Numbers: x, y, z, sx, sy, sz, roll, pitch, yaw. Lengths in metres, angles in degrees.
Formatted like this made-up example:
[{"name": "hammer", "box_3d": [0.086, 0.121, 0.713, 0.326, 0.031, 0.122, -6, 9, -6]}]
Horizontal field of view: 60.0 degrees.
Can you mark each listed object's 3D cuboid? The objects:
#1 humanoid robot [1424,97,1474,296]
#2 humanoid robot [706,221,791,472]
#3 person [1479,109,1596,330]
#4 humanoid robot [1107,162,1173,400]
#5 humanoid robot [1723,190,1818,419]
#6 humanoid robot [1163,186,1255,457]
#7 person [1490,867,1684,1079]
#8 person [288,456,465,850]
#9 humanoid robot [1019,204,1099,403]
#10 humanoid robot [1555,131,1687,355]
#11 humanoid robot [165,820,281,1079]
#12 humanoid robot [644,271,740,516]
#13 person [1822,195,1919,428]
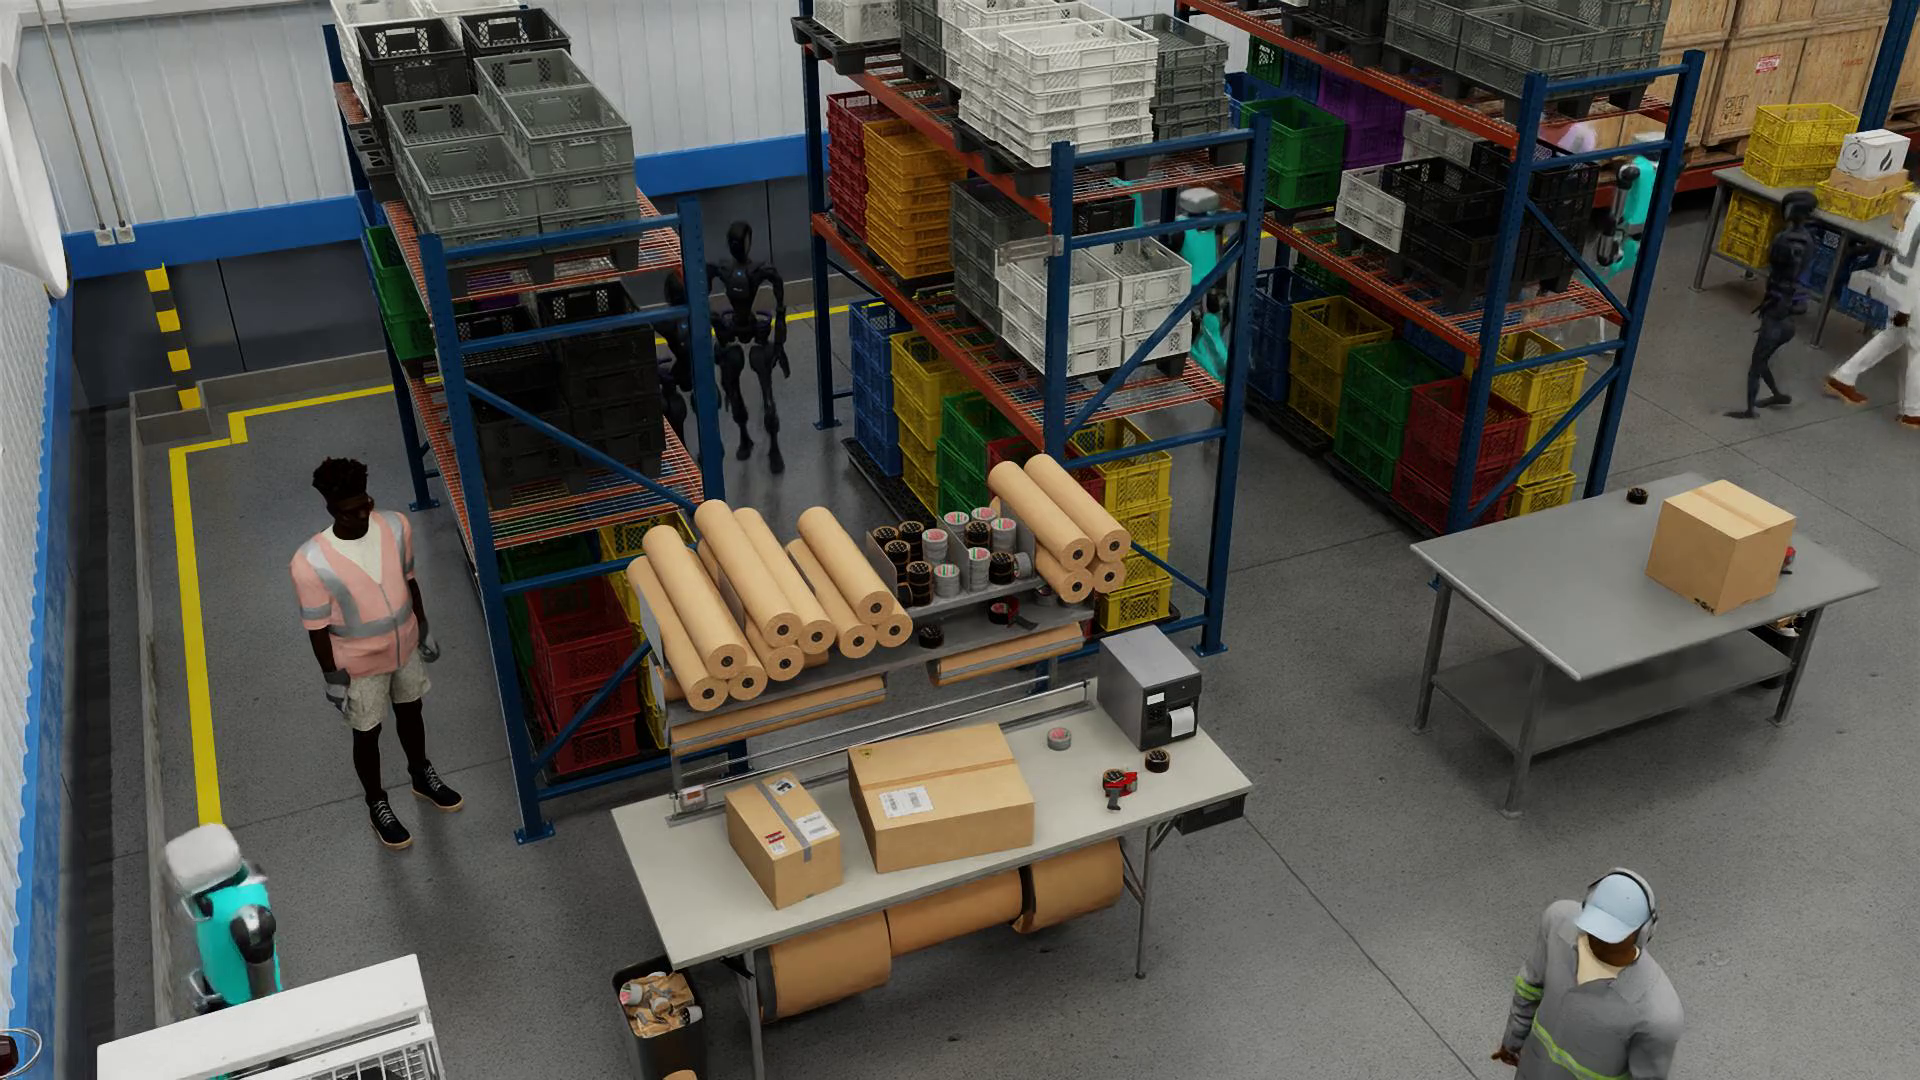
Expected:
[{"name": "humanoid robot", "box_3d": [3.782, -2.625, 12.895, 0.360, 1.664, 0.602, 19, 37, 28]}, {"name": "humanoid robot", "box_3d": [-1.381, -1.245, 10.648, 0.589, 1.646, 0.426, 1, 32, 2]}, {"name": "person", "box_3d": [4.248, -2.415, 12.238, 0.609, 1.999, 1.005, 20, 37, 28]}, {"name": "humanoid robot", "box_3d": [1.344, -1.813, 11.525, 0.710, 1.789, 0.530, 9, 33, 15]}, {"name": "humanoid robot", "box_3d": [5.547, -1.548, 11.173, 0.425, 1.646, 0.610, 9, 33, 14]}, {"name": "humanoid robot", "box_3d": [1.673, -1.343, 10.769, 0.532, 1.798, 0.736, -27, 41, -36]}, {"name": "person", "box_3d": [2.015, 1.806, 5.526, 0.363, 1.852, 0.596, -14, 34, -21]}, {"name": "person", "box_3d": [-2.640, 0.498, 7.544, 0.368, 1.966, 0.603, 20, 37, 29]}, {"name": "humanoid robot", "box_3d": [0.620, -1.559, 11.061, 0.544, 1.752, 0.671, 8, 33, 13]}, {"name": "humanoid robot", "box_3d": [4.709, -2.112, 12.102, 0.548, 1.902, 0.774, -11, 33, -18]}, {"name": "humanoid robot", "box_3d": [-2.592, 1.841, 5.658, 0.796, 1.853, 0.546, -25, 39, -34]}, {"name": "humanoid robot", "box_3d": [-1.660, -0.920, 10.120, 0.608, 1.634, 0.499, -10, 33, -15]}, {"name": "person", "box_3d": [6.438, -1.686, 11.214, 0.714, 1.845, 0.582, 8, 32, 12]}]
